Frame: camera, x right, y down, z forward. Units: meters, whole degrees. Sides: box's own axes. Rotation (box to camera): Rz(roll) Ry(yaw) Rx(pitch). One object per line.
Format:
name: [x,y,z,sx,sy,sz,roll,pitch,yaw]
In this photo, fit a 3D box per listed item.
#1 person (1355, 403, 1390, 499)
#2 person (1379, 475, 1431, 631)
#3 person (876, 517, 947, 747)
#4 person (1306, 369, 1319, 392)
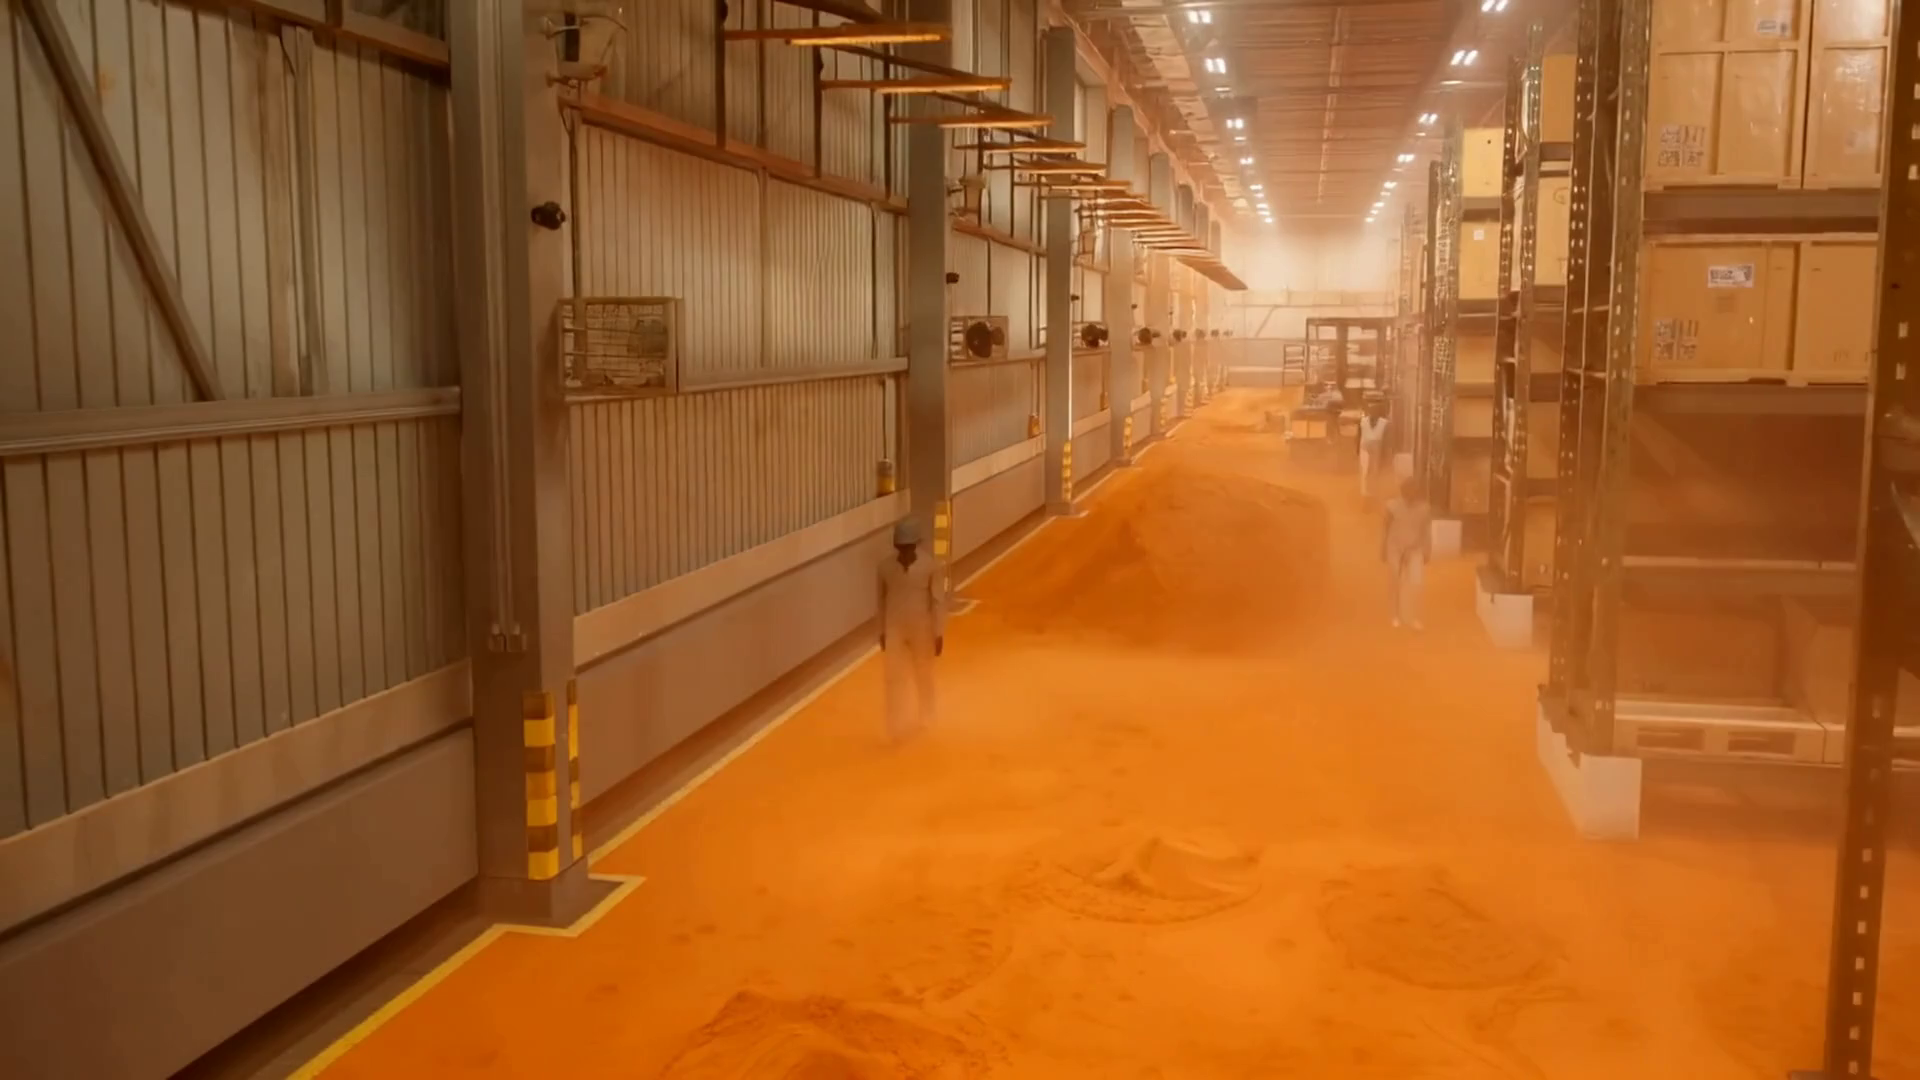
person: [7.677,-1.655,30.965,0.620,1.787,0.939,1,7,11]
person: [4.628,0.138,17.310,0.536,1.620,0.605,1,7,11]
person: [-0.355,0.671,12.669,0.574,1.724,0.770,2,7,17]
person: [12.203,-4.992,57.479,0.564,1.841,0.391,-1,7,-7]
